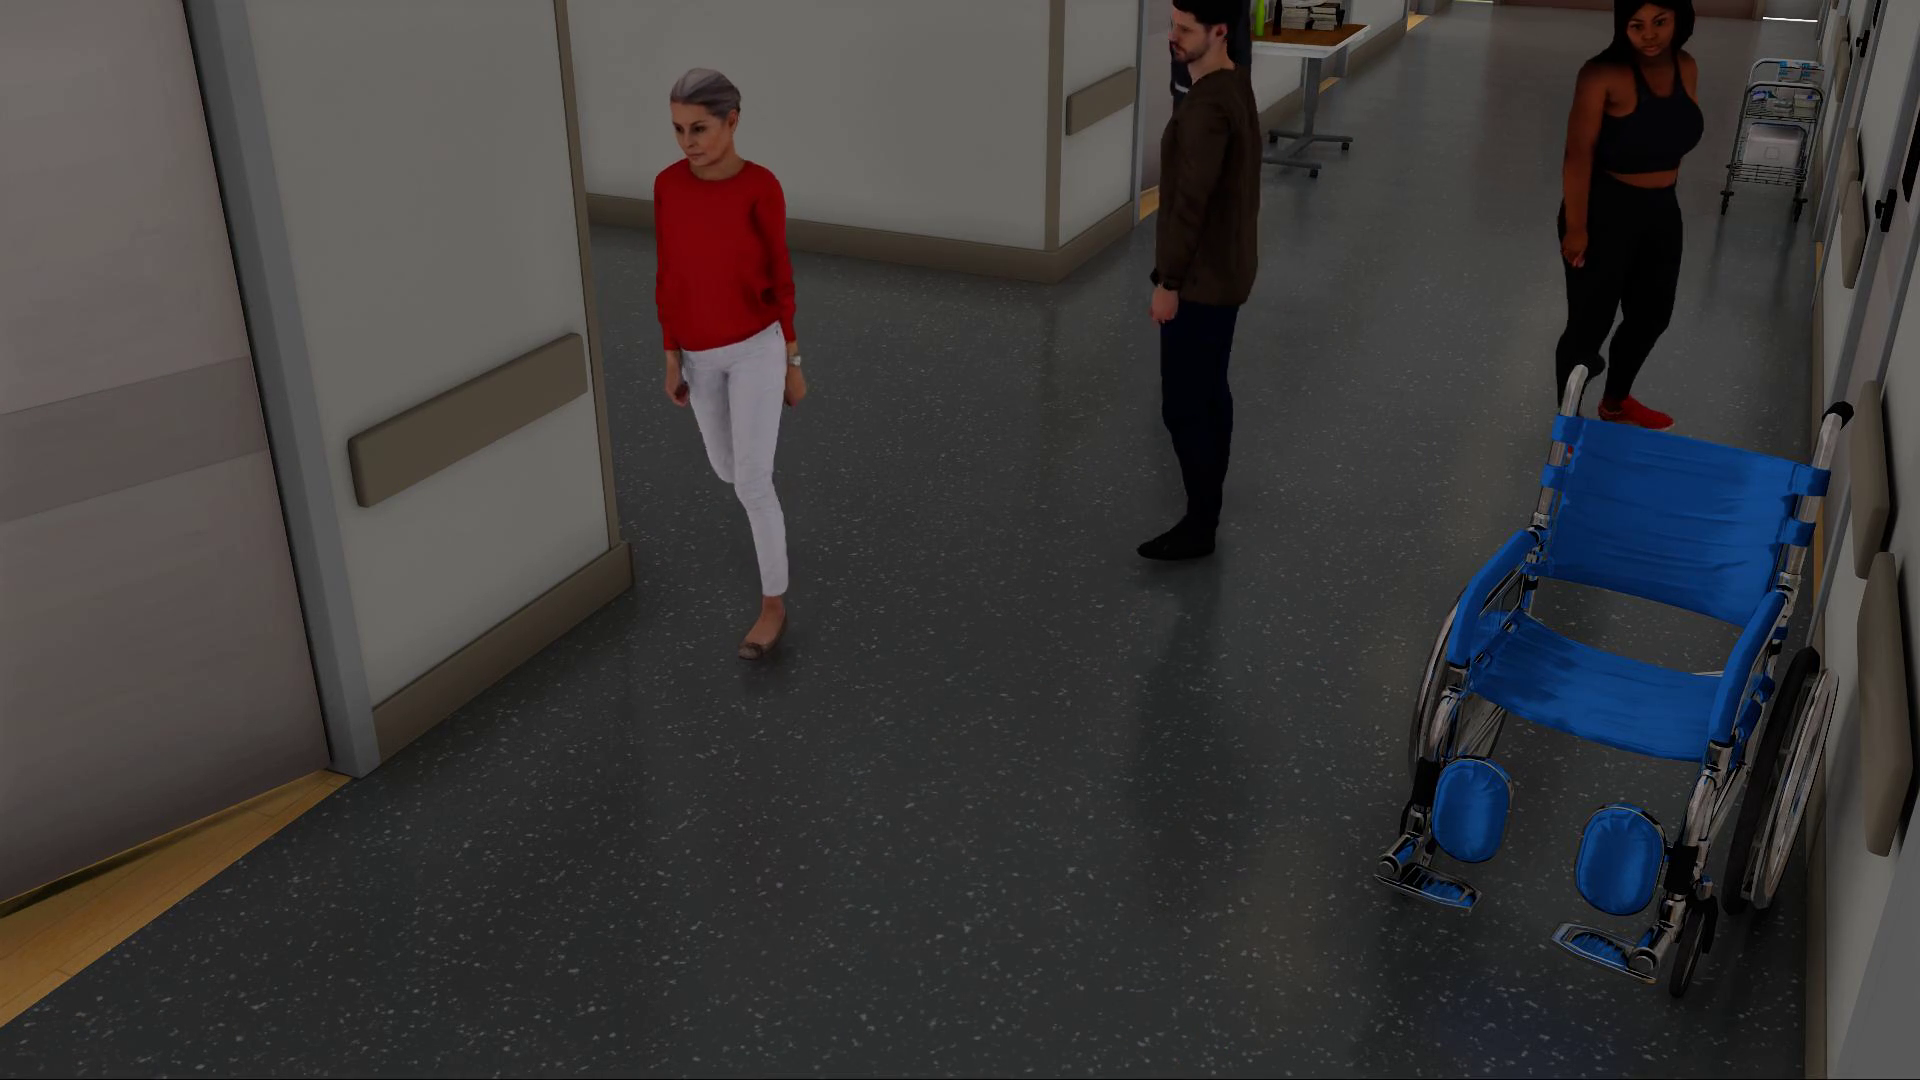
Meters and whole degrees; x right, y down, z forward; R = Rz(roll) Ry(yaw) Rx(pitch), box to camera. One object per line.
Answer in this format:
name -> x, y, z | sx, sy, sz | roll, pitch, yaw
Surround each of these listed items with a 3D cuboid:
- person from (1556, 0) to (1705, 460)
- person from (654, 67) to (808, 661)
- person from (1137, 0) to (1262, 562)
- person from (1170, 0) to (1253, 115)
person -> 2.395, -1.155, 6.046 | 0.940, 1.781, 0.997 | -16, 30, -30
person -> -0.658, -0.541, 4.915 | 0.666, 1.656, 1.054 | 5, 26, 10
person -> 0.806, -0.854, 5.327 | 1.014, 1.862, 0.567 | 12, 28, 24
person -> 1.305, -2.278, 8.472 | 0.616, 1.694, 1.017 | 10, 27, 19
